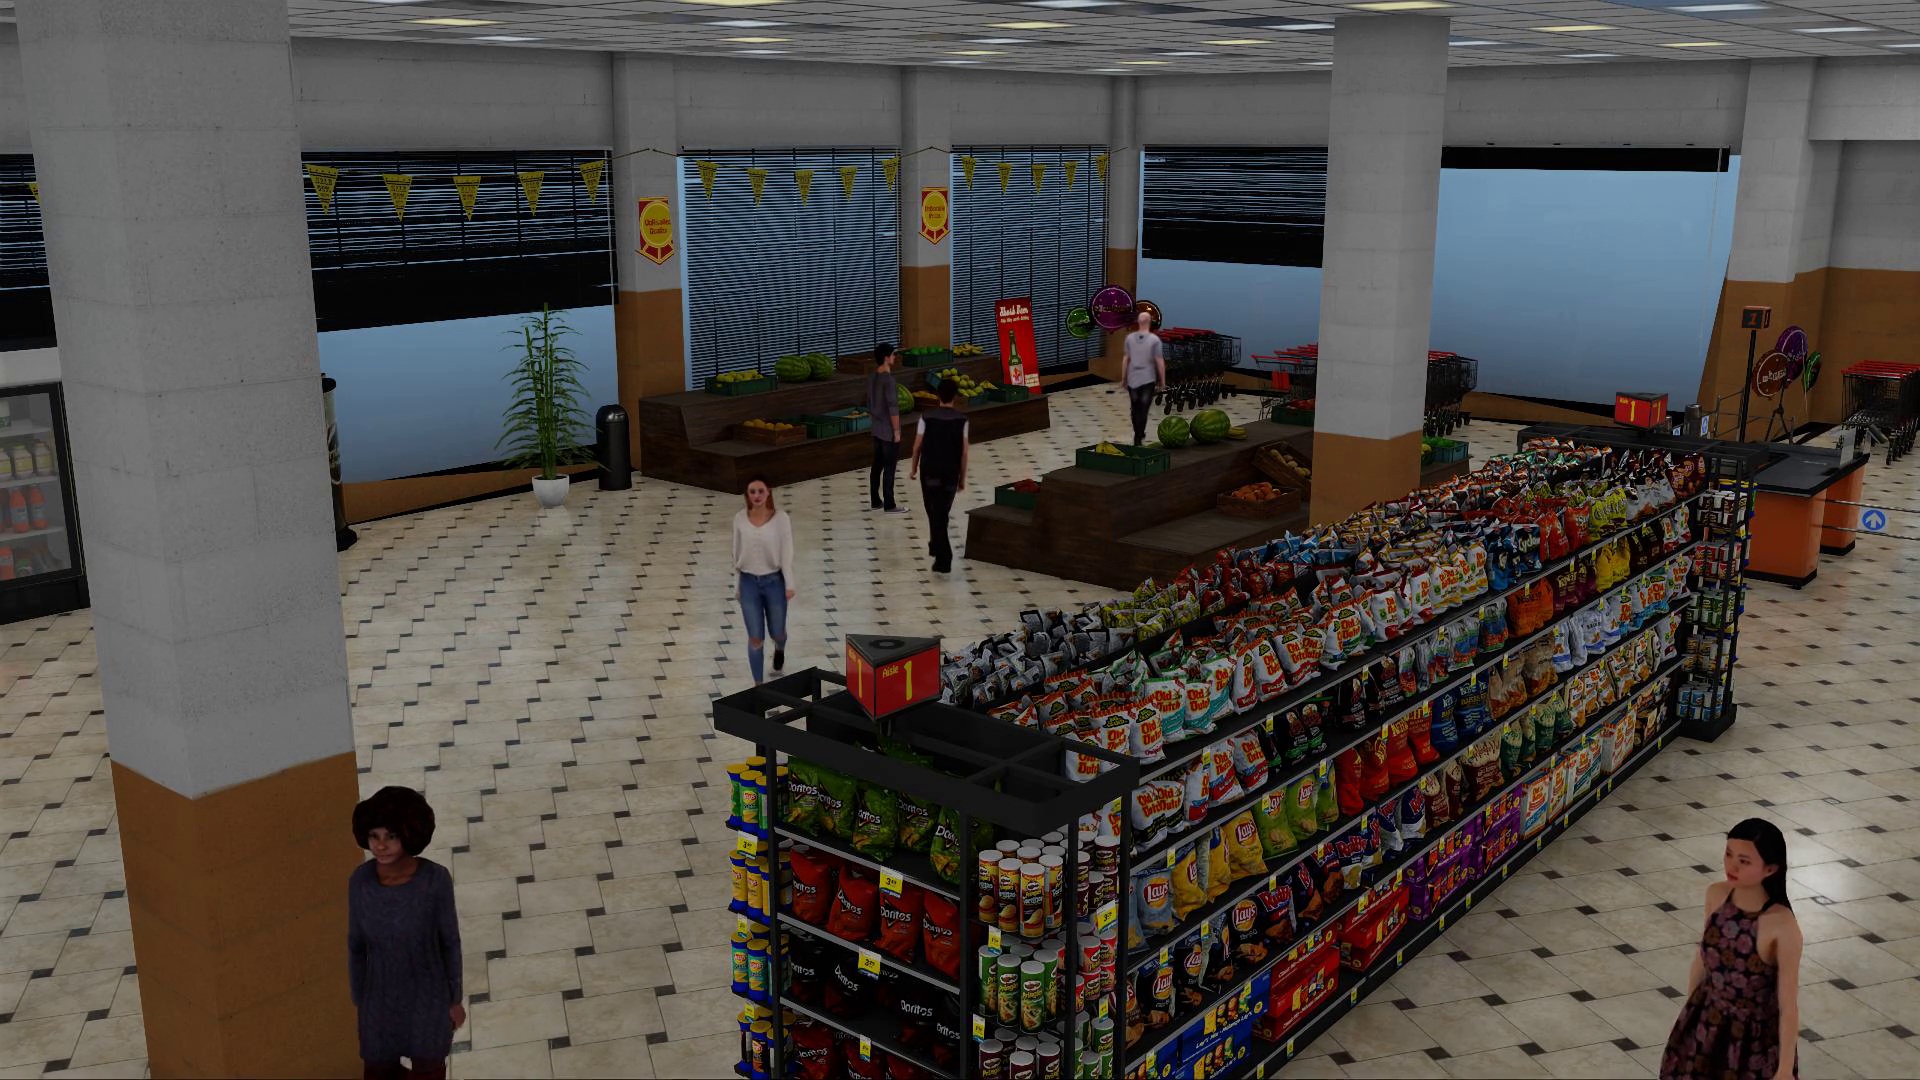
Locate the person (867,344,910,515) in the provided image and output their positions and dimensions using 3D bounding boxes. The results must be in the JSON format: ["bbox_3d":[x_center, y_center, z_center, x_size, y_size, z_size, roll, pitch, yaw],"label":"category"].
[{"bbox_3d":[-0.826,-1.230,18.265,0.643,1.853,0.730,-9,16,-33],"label":"person"}]

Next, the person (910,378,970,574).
[{"bbox_3d":[-0.164,-0.552,15.612,1.235,1.784,1.176,-4,14,-16],"label":"person"}]

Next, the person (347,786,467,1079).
[{"bbox_3d":[-2.084,1.735,6.367,0.858,1.698,0.931,0,14,-2],"label":"person"}]

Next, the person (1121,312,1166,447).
[{"bbox_3d":[2.338,-2.043,21.718,0.882,1.804,1.142,6,15,24],"label":"person"}]

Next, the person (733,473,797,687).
[{"bbox_3d":[-1.431,0.336,12.185,0.960,1.675,1.075,1,14,3],"label":"person"}]

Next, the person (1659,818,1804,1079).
[{"bbox_3d":[2.849,1.814,5.929,1.108,1.752,0.939,-4,14,-17],"label":"person"}]
